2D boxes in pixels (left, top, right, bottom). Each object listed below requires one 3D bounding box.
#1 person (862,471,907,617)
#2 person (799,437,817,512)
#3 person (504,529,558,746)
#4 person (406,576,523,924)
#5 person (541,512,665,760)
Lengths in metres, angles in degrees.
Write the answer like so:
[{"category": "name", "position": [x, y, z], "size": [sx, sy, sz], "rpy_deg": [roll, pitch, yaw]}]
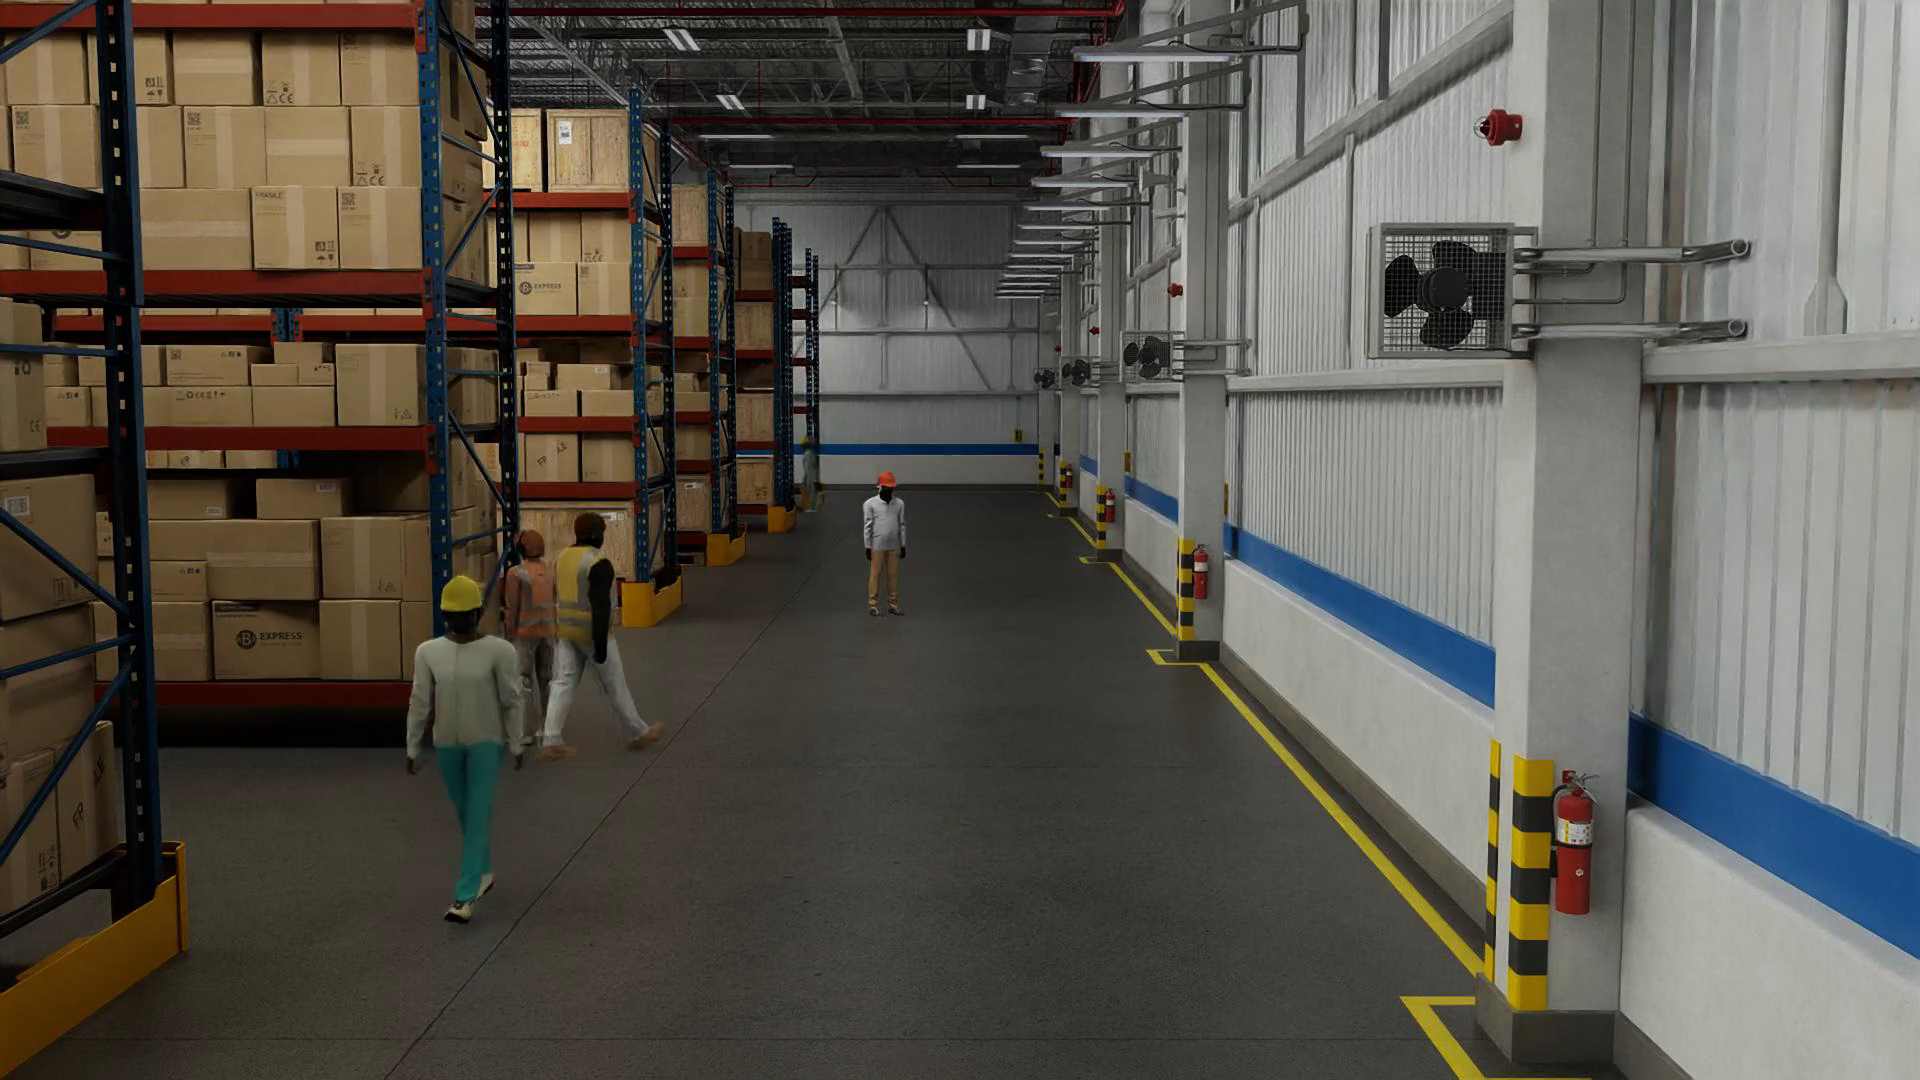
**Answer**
[{"category": "person", "position": [-0.885, 0.050, 19.865], "size": [0.566, 1.744, 0.349], "rpy_deg": [-3, 6, -31]}, {"category": "person", "position": [-3.467, -1.489, 37.916], "size": [0.409, 1.720, 0.536], "rpy_deg": [-1, 5, -13]}, {"category": "person", "position": [-3.229, 0.732, 12.584], "size": [0.312, 1.632, 0.525], "rpy_deg": [3, 6, 32]}, {"category": "person", "position": [-2.519, 1.043, 8.410], "size": [0.549, 1.713, 0.895], "rpy_deg": [0, 5, 3]}, {"category": "person", "position": [-2.668, 0.692, 12.162], "size": [0.636, 1.782, 0.976], "rpy_deg": [5, 7, 43]}]
